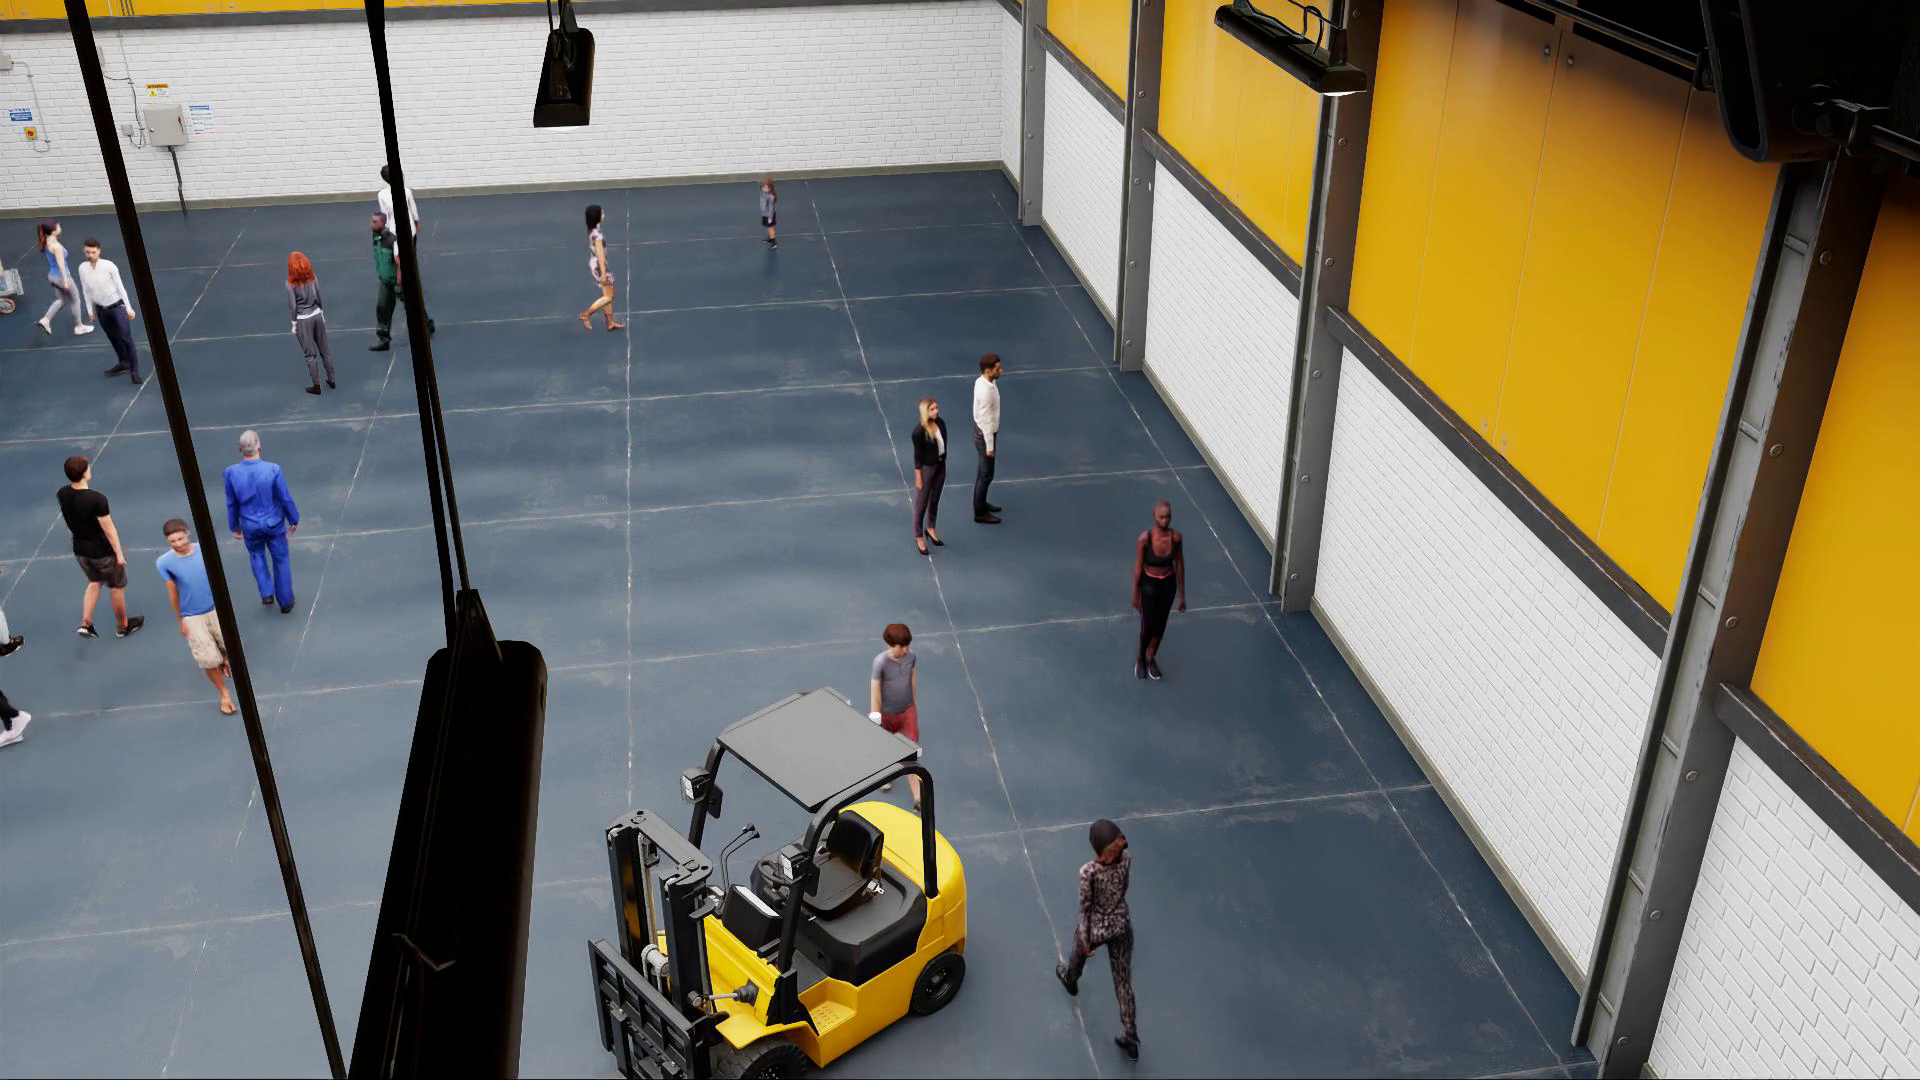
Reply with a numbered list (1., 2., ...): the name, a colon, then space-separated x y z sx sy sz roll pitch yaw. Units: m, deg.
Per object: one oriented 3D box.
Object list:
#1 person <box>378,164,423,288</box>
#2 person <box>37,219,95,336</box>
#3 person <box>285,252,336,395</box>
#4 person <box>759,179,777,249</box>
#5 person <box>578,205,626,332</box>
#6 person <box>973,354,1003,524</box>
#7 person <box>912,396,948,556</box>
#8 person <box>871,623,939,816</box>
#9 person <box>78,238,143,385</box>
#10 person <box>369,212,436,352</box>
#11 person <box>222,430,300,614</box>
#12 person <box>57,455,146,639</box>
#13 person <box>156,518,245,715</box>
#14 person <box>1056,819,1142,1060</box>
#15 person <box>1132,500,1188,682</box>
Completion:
1. person: -7.810 -4.375 23.317 0.661 1.800 0.847 -7 29 -13
2. person: -11.811 -3.386 21.723 0.901 1.590 0.964 18 33 30
3. person: -7.896 -2.643 20.162 0.700 1.779 0.649 20 34 32
4. person: -2.894 -4.945 25.107 0.694 1.086 0.555 -13 31 -22
5. person: -4.792 -3.540 21.865 0.771 1.723 0.842 -12 31 -20
6. person: 0.255 -1.057 17.165 0.759 1.865 0.527 -1 29 -2
7. person: -0.315 -0.667 16.653 0.719 1.672 0.674 22 35 34
8. person: -0.565 1.333 13.053 0.850 1.608 1.190 -14 32 -24
9. person: -10.470 -2.863 20.506 0.950 1.838 0.960 4 29 8
10. person: -7.217 -3.359 21.463 1.205 1.791 1.281 18 33 29
11. person: -6.498 -0.106 15.478 0.760 1.812 0.655 -6 29 -11
12. person: -7.881 0.121 15.023 0.875 1.849 1.016 7 29 12
13. person: -6.491 0.591 14.173 0.880 1.839 1.013 -23 36 -35
14. person: 0.987 2.577 10.718 0.774 1.660 1.233 -12 31 -21
15. person: 1.709 0.394 14.626 0.614 1.751 0.611 -7 29 -13
